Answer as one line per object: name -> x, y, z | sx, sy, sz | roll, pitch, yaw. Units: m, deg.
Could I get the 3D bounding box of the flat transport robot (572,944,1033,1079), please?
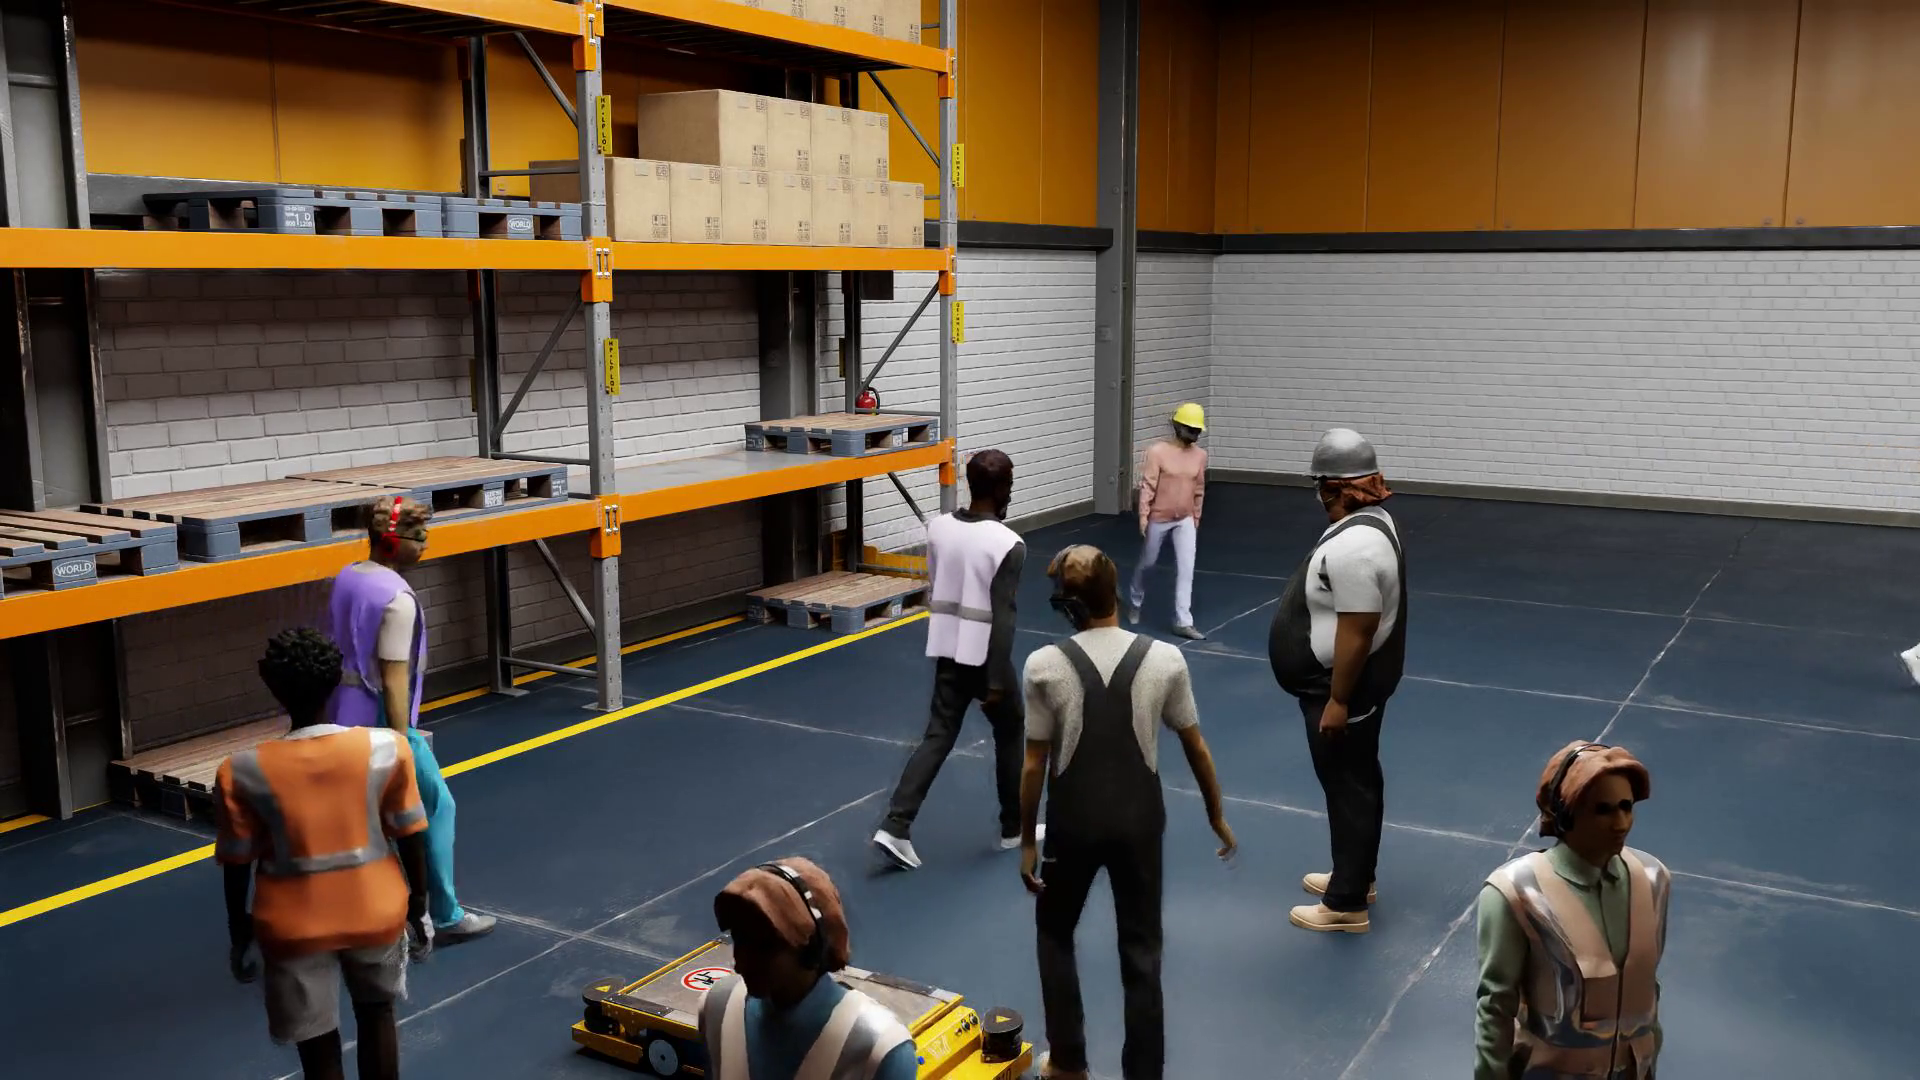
flat transport robot -> -0.539, 1.630, 5.552 | 1.431, 0.197, 0.652 | 5, 11, 30

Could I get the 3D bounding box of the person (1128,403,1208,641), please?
person -> 1.522, -0.167, 12.274 | 0.607, 1.708, 0.881 | -3, 10, -20

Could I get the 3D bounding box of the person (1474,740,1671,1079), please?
person -> 1.352, 1.243, 3.702 | 0.514, 1.642, 0.310 | -4, 10, -22

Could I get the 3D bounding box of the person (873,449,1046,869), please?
person -> 0.014, 0.530, 7.439 | 0.594, 1.881, 0.927 | 8, 12, 42

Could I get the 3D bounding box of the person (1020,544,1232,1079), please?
person -> 0.524, 0.915, 5.198 | 0.683, 1.815, 0.600 | 0, 9, -2

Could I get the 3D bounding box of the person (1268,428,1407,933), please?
person -> 1.524, 0.554, 6.765 | 0.536, 2.000, 0.688 | 3, 10, 21

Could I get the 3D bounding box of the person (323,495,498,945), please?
person -> -2.164, 0.719, 6.423 | 0.614, 1.804, 0.773 | 8, 12, 40

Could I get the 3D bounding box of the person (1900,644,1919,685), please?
person -> 6.194, 0.214, 10.213 | 0.519, 1.616, 0.504 | 3, 10, 20

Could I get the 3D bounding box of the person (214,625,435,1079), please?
person -> -1.770, 1.066, 4.648 | 0.549, 1.675, 0.457 | -5, 10, -29

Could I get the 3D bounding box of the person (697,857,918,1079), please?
person -> -0.322, 1.375, 3.013 | 0.514, 1.600, 0.808 | 5, 10, 28
